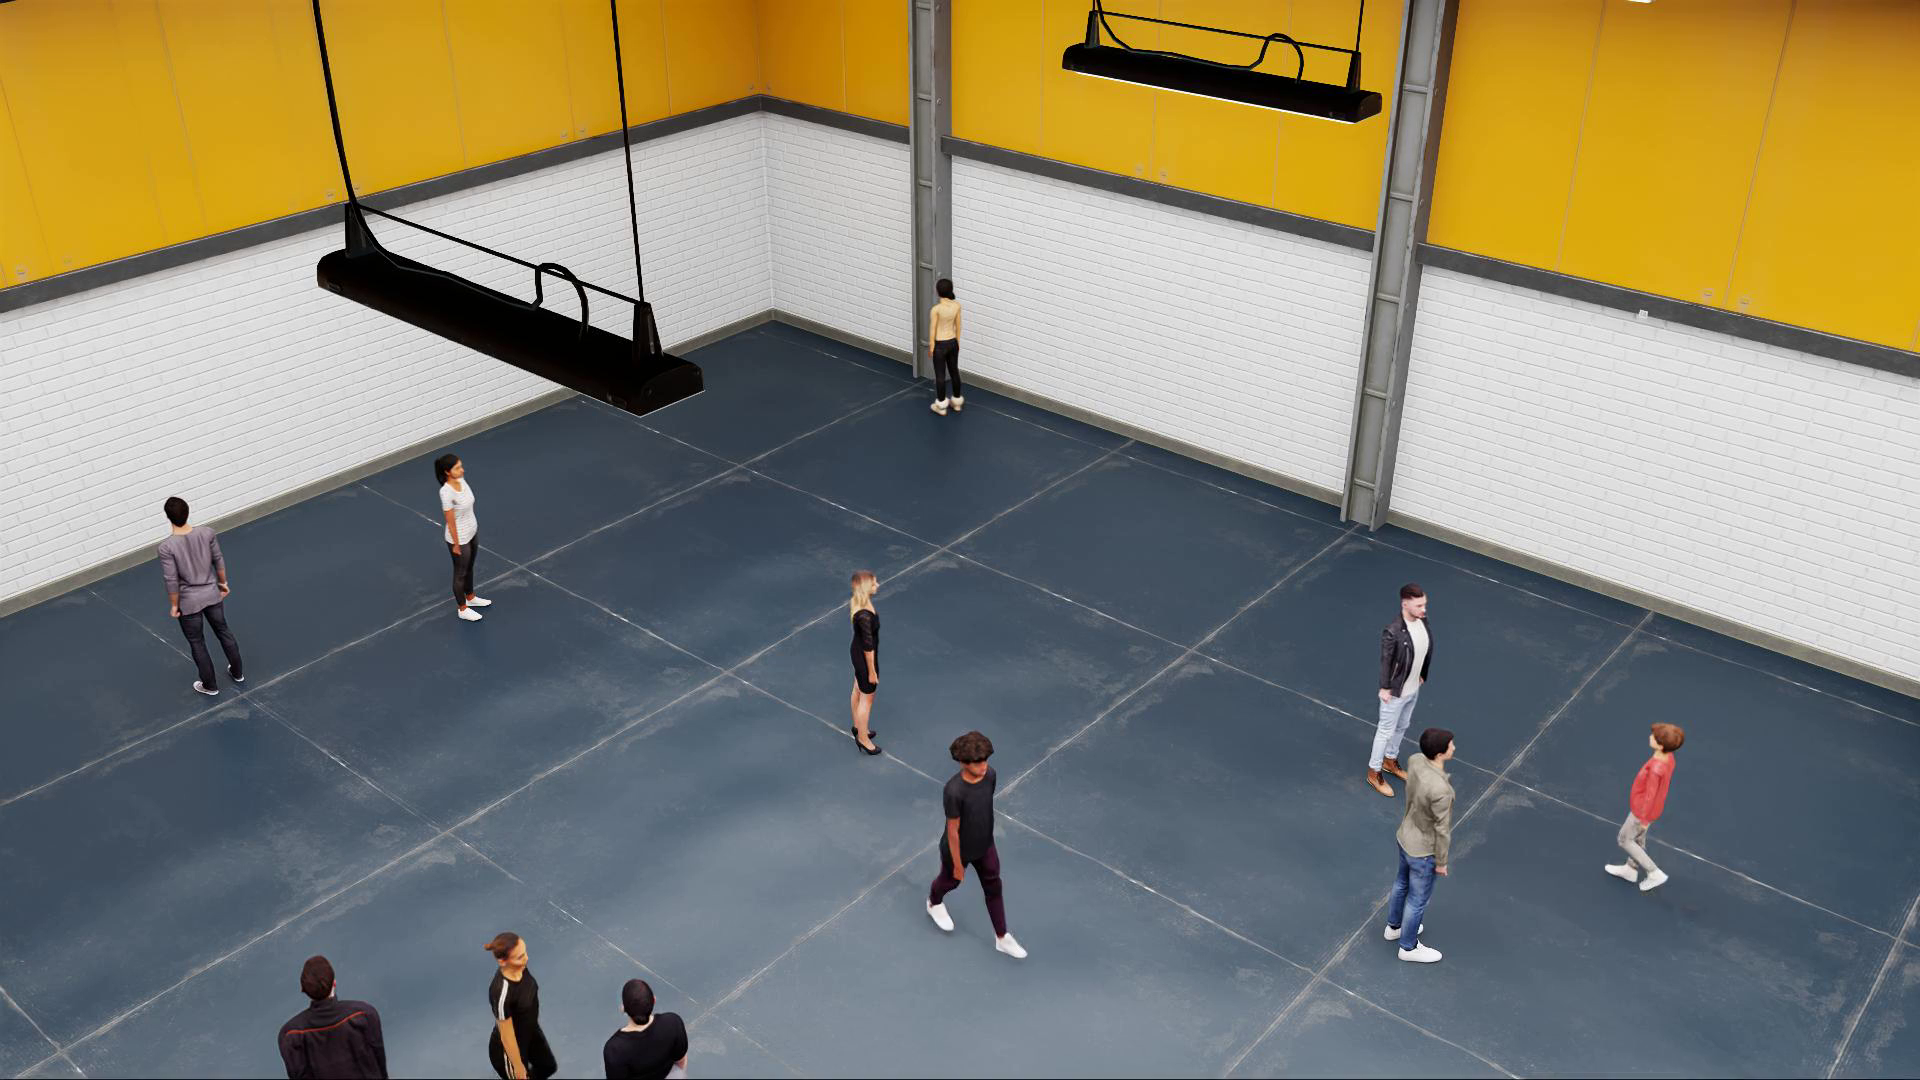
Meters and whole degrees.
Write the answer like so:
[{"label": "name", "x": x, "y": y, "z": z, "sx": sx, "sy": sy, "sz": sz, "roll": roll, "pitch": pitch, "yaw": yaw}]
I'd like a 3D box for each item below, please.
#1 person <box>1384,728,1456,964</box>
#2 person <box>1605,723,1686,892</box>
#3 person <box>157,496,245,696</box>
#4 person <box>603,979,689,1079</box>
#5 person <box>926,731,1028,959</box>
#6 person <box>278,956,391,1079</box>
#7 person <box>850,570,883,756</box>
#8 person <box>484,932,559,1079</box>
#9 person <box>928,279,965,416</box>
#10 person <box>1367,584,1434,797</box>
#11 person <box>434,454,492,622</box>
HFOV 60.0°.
[{"label": "person", "x": 3.153, "y": 2.072, "z": 11.399, "sx": 0.850, "sy": 1.865, "sz": 0.764, "roll": -5, "pitch": 29, "yaw": -9}, {"label": "person", "x": 5.058, "y": 1.956, "z": 12.094, "sx": 0.657, "sy": 1.404, "sz": 0.510, "roll": 22, "pitch": 35, "yaw": 34}, {"label": "person", "x": -6.577, "y": 0.470, "z": 14.350, "sx": 0.521, "sy": 1.852, "sz": 0.683, "roll": 20, "pitch": 35, "yaw": 33}, {"label": "person", "x": -1.747, "y": 3.198, "z": 9.445, "sx": 0.724, "sy": 1.760, "sz": 0.695, "roll": -20, "pitch": 34, "yaw": -31}, {"label": "person", "x": 0.003, "y": 2.056, "z": 11.559, "sx": 0.743, "sy": 1.740, "sz": 1.150, "roll": -23, "pitch": 36, "yaw": -35}, {"label": "person", "x": -3.474, "y": 3.122, "z": 9.422, "sx": 0.774, "sy": 1.915, "sz": 0.756, "roll": -11, "pitch": 31, "yaw": -20}, {"label": "person", "x": -0.779, "y": 0.980, "z": 13.601, "sx": 0.681, "sy": 1.675, "sz": 0.596, "roll": -6, "pitch": 29, "yaw": -10}, {"label": "person", "x": -2.729, "y": 2.983, "z": 9.949, "sx": 0.765, "sy": 1.656, "sz": 0.728, "roll": 3, "pitch": 29, "yaw": 6}, {"label": "person", "x": -0.165, "y": -2.292, "z": 19.615, "sx": 0.628, "sy": 1.659, "sz": 0.620, "roll": -17, "pitch": 33, "yaw": -28}, {"label": "person", "x": 3.477, "y": 1.142, "z": 13.134, "sx": 0.686, "sy": 1.836, "sz": 0.581, "roll": -23, "pitch": 36, "yaw": -36}, {"label": "person", "x": -4.661, "y": -0.050, "z": 15.518, "sx": 0.680, "sy": 1.646, "sz": 0.655, "roll": 4, "pitch": 29, "yaw": 7}]
